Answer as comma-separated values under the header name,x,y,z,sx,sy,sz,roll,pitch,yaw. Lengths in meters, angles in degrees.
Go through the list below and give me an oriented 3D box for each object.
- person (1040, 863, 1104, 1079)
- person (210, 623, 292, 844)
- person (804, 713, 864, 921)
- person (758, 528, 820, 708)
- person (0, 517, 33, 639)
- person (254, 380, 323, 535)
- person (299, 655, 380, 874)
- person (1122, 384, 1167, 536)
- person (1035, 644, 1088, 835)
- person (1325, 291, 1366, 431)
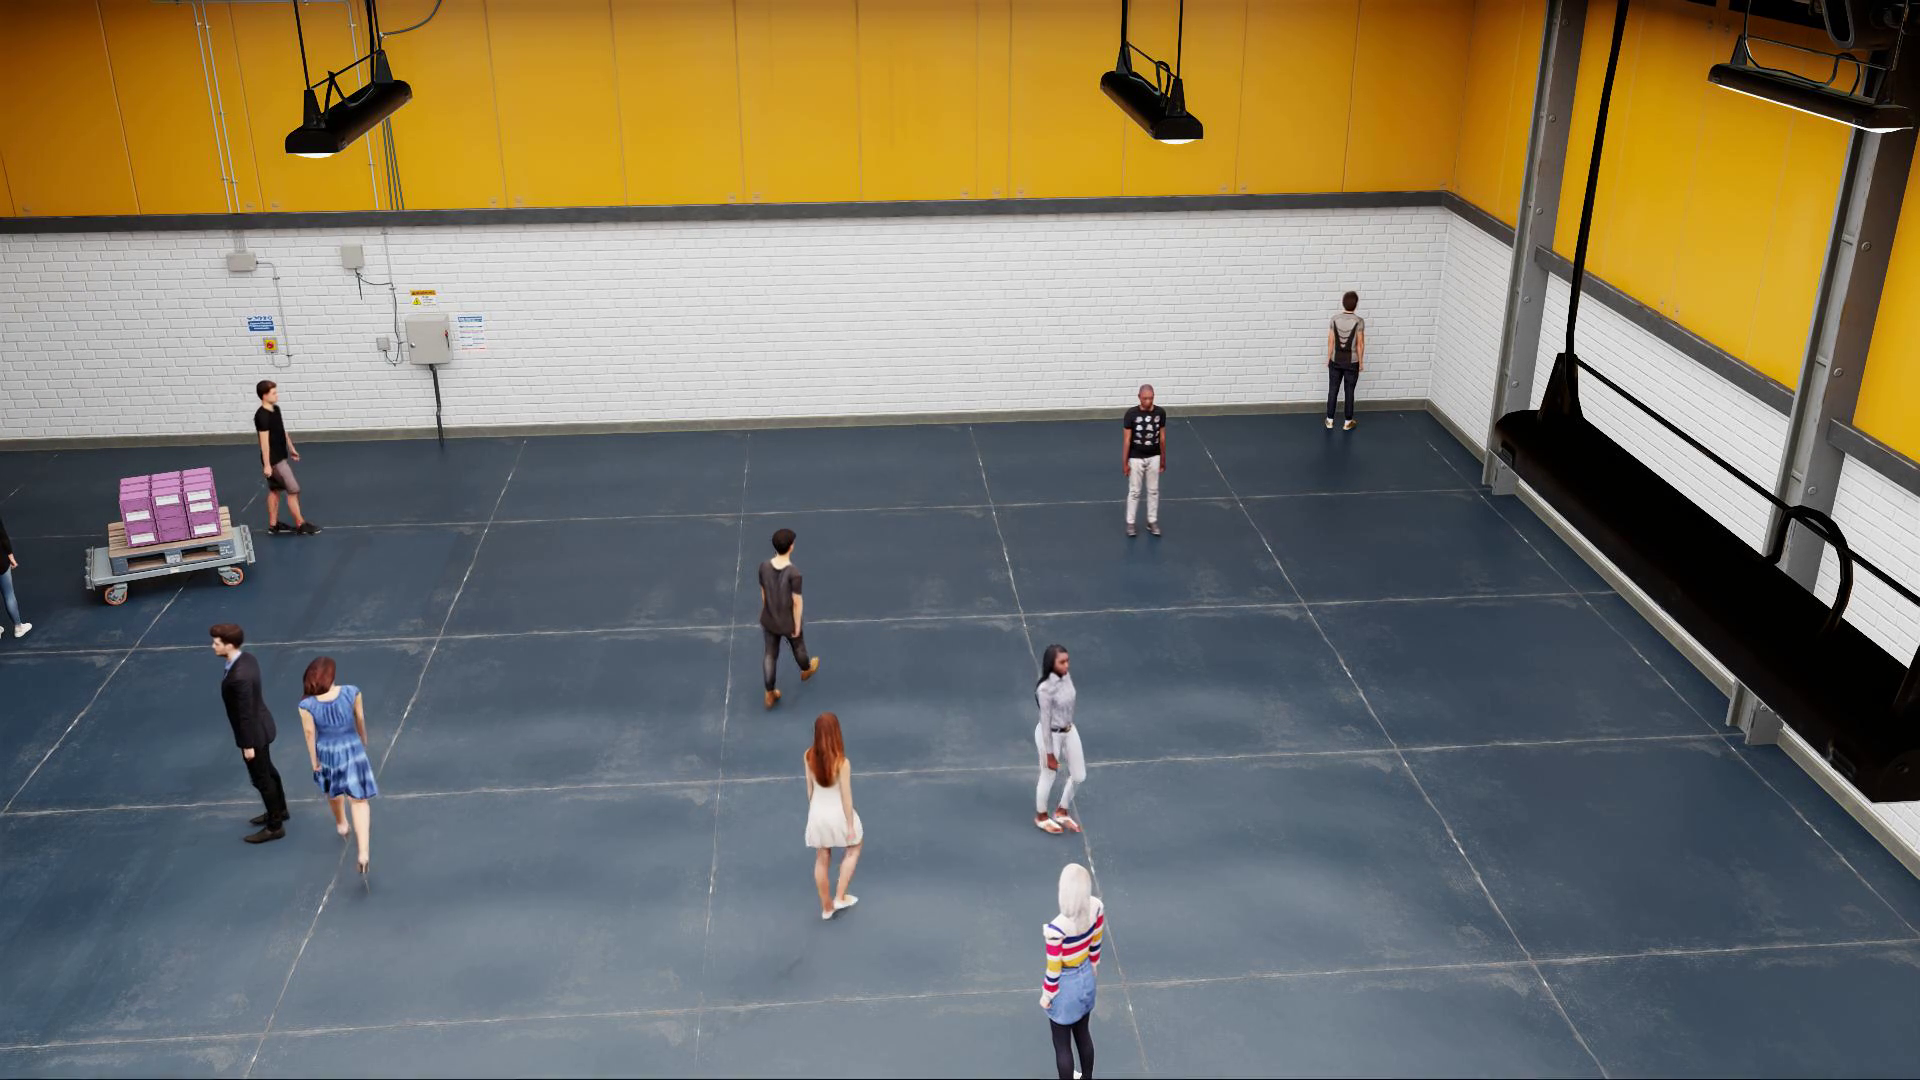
name,x,y,z,sx,sy,sz,roll,pitch,yaw
person,0.702,2.802,10.446,0.711,1.808,0.736,-21,31,-39
person,-5.652,1.505,13.317,0.814,1.886,0.644,-9,25,-19
person,-0.993,2.077,12.232,0.694,1.706,0.742,12,26,25
person,-1.683,0.746,15.320,0.894,1.673,1.129,8,25,17
person,-9.678,0.206,16.592,0.603,1.644,0.556,-6,24,-12
person,-7.875,-0.922,18.920,0.749,1.845,0.797,-4,24,-8
person,-4.758,1.766,12.873,0.832,1.764,1.229,-8,25,-18
person,2.103,-0.933,19.000,0.669,1.802,0.621,-4,24,-8
person,0.697,1.589,13.345,0.817,1.709,0.758,19,30,37
person,5.153,-2.410,22.257,0.725,1.900,0.720,9,25,20
